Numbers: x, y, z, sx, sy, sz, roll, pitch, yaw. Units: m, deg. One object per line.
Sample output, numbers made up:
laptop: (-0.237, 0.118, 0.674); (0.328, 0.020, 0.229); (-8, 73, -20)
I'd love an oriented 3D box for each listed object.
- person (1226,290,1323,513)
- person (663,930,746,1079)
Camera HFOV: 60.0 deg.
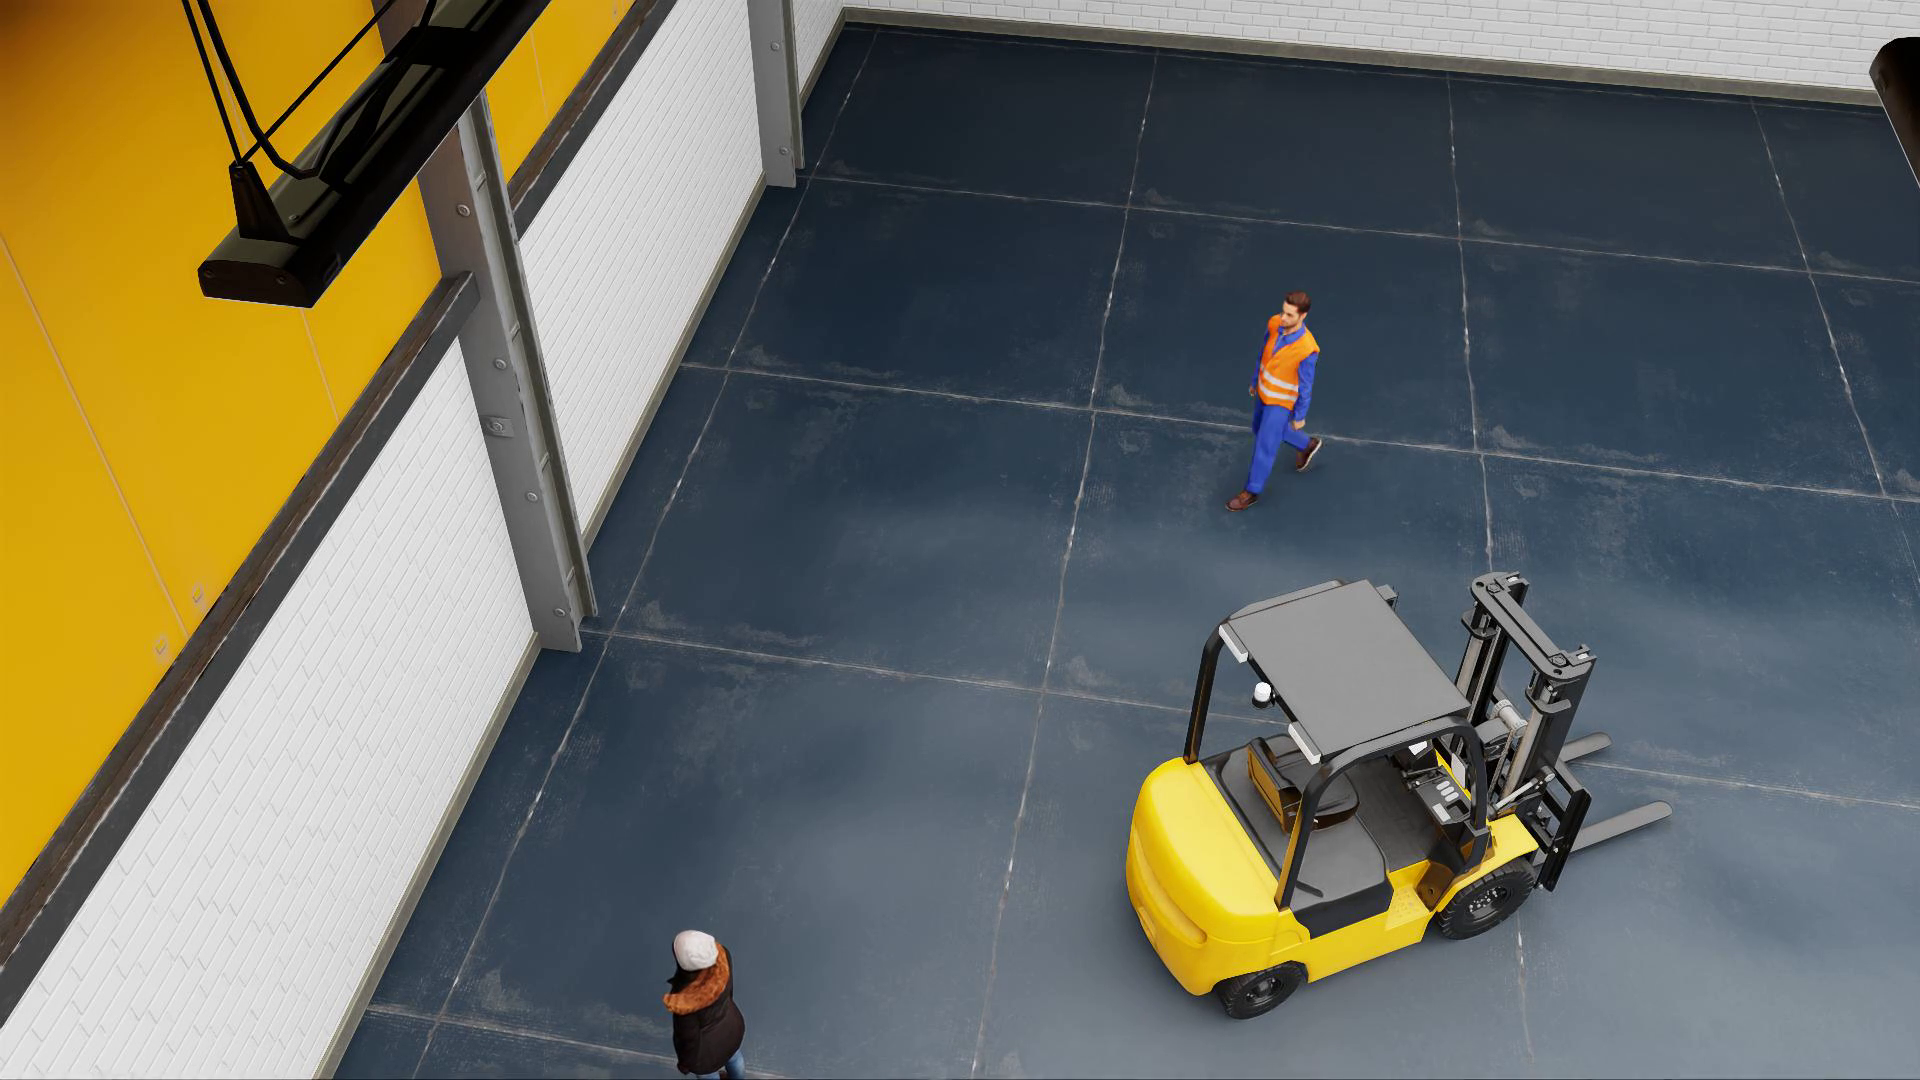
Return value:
person: (2.326, -1.035, 11.878); (1.144, 1.844, 1.148); (-21, 47, -20)
person: (-1.266, 2.457, 8.365); (0.759, 1.634, 0.638); (18, 47, 18)
